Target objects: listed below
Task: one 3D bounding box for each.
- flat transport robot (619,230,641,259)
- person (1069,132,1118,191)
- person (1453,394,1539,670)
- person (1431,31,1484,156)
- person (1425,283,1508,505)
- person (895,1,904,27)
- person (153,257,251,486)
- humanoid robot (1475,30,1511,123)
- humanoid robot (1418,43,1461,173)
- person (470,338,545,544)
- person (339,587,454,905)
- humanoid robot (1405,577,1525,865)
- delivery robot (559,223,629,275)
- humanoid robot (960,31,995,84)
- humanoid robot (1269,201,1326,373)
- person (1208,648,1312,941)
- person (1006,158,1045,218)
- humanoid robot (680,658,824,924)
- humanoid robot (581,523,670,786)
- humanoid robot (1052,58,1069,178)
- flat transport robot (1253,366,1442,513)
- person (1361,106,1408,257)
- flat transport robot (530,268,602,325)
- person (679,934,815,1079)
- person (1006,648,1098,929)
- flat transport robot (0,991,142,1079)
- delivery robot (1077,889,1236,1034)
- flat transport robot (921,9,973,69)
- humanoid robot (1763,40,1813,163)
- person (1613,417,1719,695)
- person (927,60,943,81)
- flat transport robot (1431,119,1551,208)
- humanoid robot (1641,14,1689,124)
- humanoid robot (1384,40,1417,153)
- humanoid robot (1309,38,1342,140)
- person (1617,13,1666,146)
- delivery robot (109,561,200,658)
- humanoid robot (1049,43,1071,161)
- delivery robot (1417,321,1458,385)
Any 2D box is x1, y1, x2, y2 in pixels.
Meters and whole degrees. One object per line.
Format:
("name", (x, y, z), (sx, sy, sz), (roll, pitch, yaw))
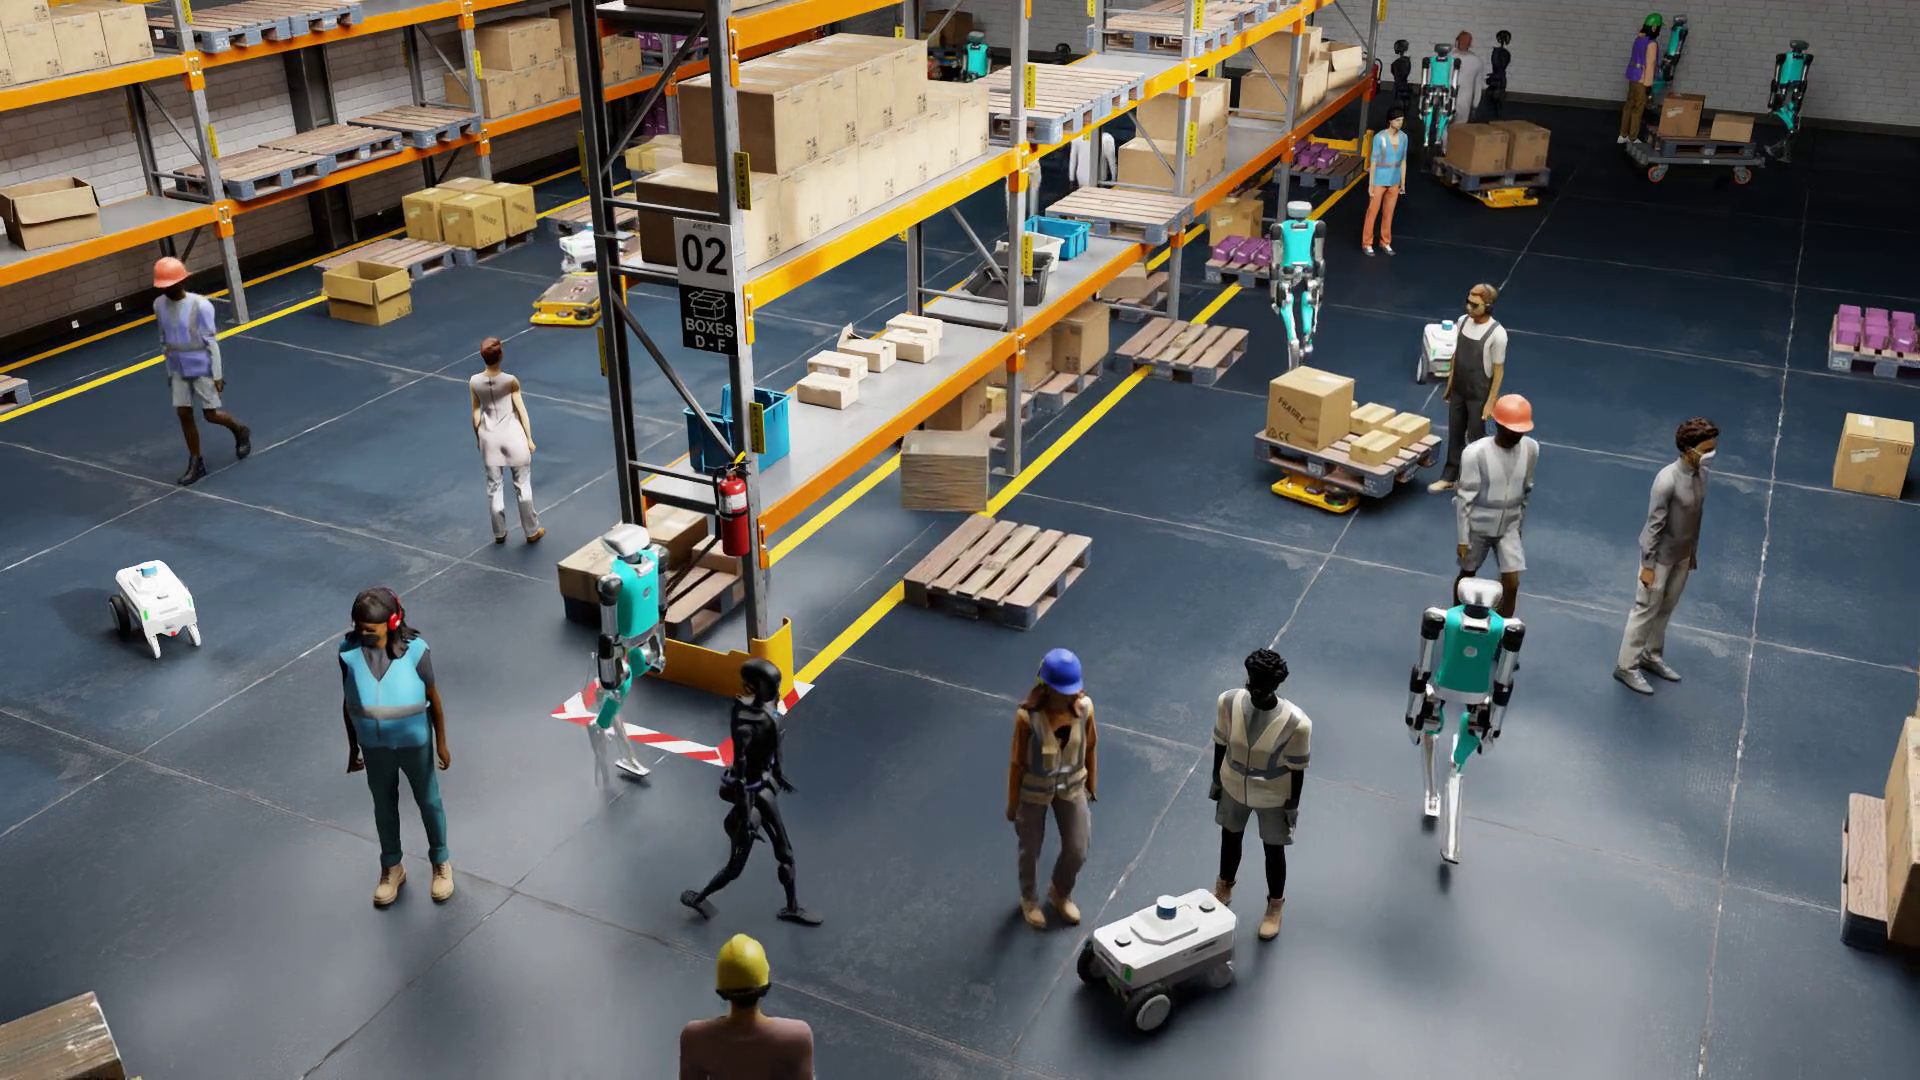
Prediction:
("flat transport robot", (-3.677, -3.349, 19.542), (0.659, 0.231, 1.431), (-1, 26, -2))
("person", (1.597, -4.379, 20.008), (0.566, 1.709, 0.917), (17, 31, 30))
("person", (3.554, -0.049, 11.020), (0.560, 1.907, 0.800), (-3, 26, -6))
("person", (7.000, -6.187, 23.446), (0.682, 1.893, 0.542), (3, 27, 7))
("person", (4.107, -1.181, 13.390), (0.329, 1.842, 0.512), (-13, 29, -25))
("person", (-0.993, -9.409, 30.043), (0.365, 1.824, 0.514), (4, 27, 7))
("person", (-6.374, -1.443, 13.837), (0.555, 1.910, 0.685), (6, 27, 12))
("humanoid robot", (7.985, -6.813, 24.967), (0.572, 1.634, 0.596), (0, 26, 0))
("humanoid robot", (6.624, -5.959, 23.186), (0.549, 1.784, 0.768), (8, 27, 16))
("person", (-3.491, -0.753, 12.727), (0.446, 1.661, 0.285), (1, 26, 2))
("person", (-2.971, 1.077, 8.799), (0.529, 1.870, 0.396), (-2, 26, -3))
("humanoid robot", (2.751, 0.925, 9.251), (0.548, 1.736, 1.001), (6, 27, 12))
("delivery robot", (-4.238, -3.371, 19.271), (0.802, 0.600, 0.499), (-17, 31, -31))
("humanoid robot", (0.141, -6.377, 24.076), (0.553, 1.857, 0.709), (15, 30, 27))
("humanoid robot", (3.202, -2.194, 15.576), (0.558, 1.773, 0.971), (-1, 26, -2))
("person", (1.527, 1.291, 8.570), (0.531, 1.691, 0.322), (16, 31, 29))
("person", (0.835, -4.845, 20.781), (0.589, 1.846, 0.785), (16, 31, 29))
("humanoid robot", (-1.111, 1.304, 8.617), (0.752, 1.636, 0.611), (7, 27, 13))
("humanoid robot", (-2.041, 0.738, 9.760), (0.745, 1.903, 0.545), (15, 30, 28))
("humanoid robot", (1.194, -5.793, 22.957), (0.683, 1.636, 0.601), (-12, 29, -23))
("flat transport robot", (3.287, -0.604, 13.998), (0.659, 0.231, 1.431), (22, 34, 37))
("person", (5.038, -4.228, 19.643), (0.491, 1.761, 0.333), (-8, 27, -15))
("flat transport robot", (-4.134, -2.649, 18.128), (0.659, 0.231, 1.431), (3, 26, 6))
("person", (-0.824, 2.282, 6.530), (0.532, 1.707, 0.928), (-2, 26, -5))
("person", (0.468, 1.286, 8.518), (0.493, 1.746, 0.474), (-6, 27, -12))
("flat transport robot", (-3.754, 2.998, 6.723), (1.431, 0.231, 0.659), (-18, 32, -32))
("delivery robot", (1.010, 2.047, 8.313), (0.784, 0.589, 0.499), (-14, 30, -27))
("flat transport robot", (-0.401, -8.894, 30.744), (1.431, 0.231, 0.659), (2, 26, 4))
("humanoid robot", (11.785, -6.158, 23.561), (0.552, 1.735, 1.006), (-4, 27, -8))
("person", (4.577, 0.081, 10.787), (0.543, 1.892, 0.405), (-17, 31, -31))
("person", (-0.397, -5.398, 21.920), (0.512, 1.828, 0.604), (11, 28, 22))
("flat transport robot", (7.103, -4.749, 22.370), (0.659, 0.231, 1.431), (-6, 27, -12))
("humanoid robot", (10.772, -7.237, 25.785), (1.036, 1.751, 0.546), (3, 27, 7))
("humanoid robot", (6.405, -6.483, 24.319), (0.720, 1.625, 0.586), (15, 30, 27))
("humanoid robot", (5.379, -6.555, 24.499), (0.801, 1.625, 0.610), (13, 29, 25))
("person", (10.119, -6.833, 24.707), (0.416, 1.929, 0.544), (-3, 26, -5))
("delivery robot", (-5.603, 0.433, 11.590), (0.499, 0.603, 0.794), (-20, 32, -34))
("humanoid robot", (1.466, -6.300, 23.914), (0.435, 1.647, 0.608), (-9, 28, -18))
("delivery robot", (4.700, -1.821, 16.139), (0.499, 0.599, 0.784), (4, 27, 7))
